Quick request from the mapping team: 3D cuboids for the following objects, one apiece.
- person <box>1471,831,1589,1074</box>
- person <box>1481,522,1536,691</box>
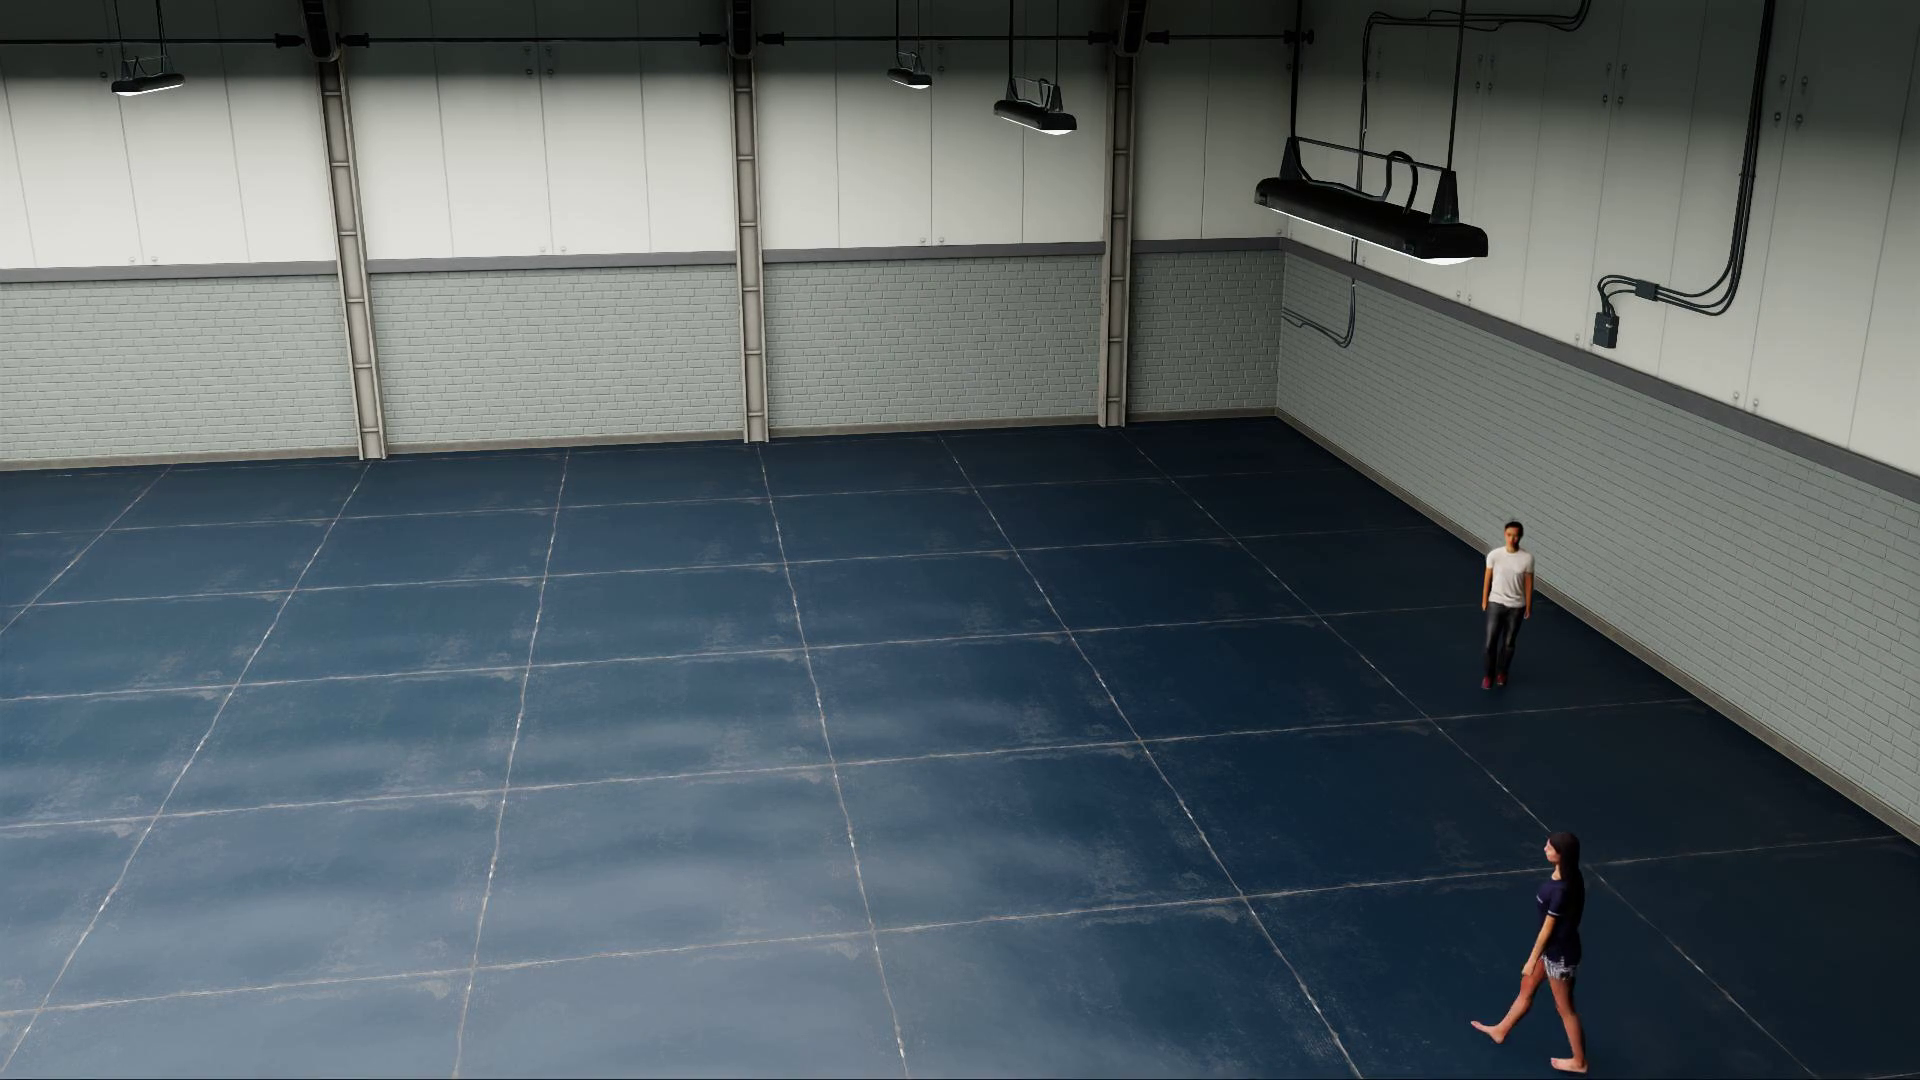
[{"bbox_3d":[4.030,2.755,10.943,1.102,1.730,0.989,10,20,28],"label":"person"},{"bbox_3d":[5.705,0.646,17.328,0.833,1.786,0.864,4,19,13],"label":"person"}]
